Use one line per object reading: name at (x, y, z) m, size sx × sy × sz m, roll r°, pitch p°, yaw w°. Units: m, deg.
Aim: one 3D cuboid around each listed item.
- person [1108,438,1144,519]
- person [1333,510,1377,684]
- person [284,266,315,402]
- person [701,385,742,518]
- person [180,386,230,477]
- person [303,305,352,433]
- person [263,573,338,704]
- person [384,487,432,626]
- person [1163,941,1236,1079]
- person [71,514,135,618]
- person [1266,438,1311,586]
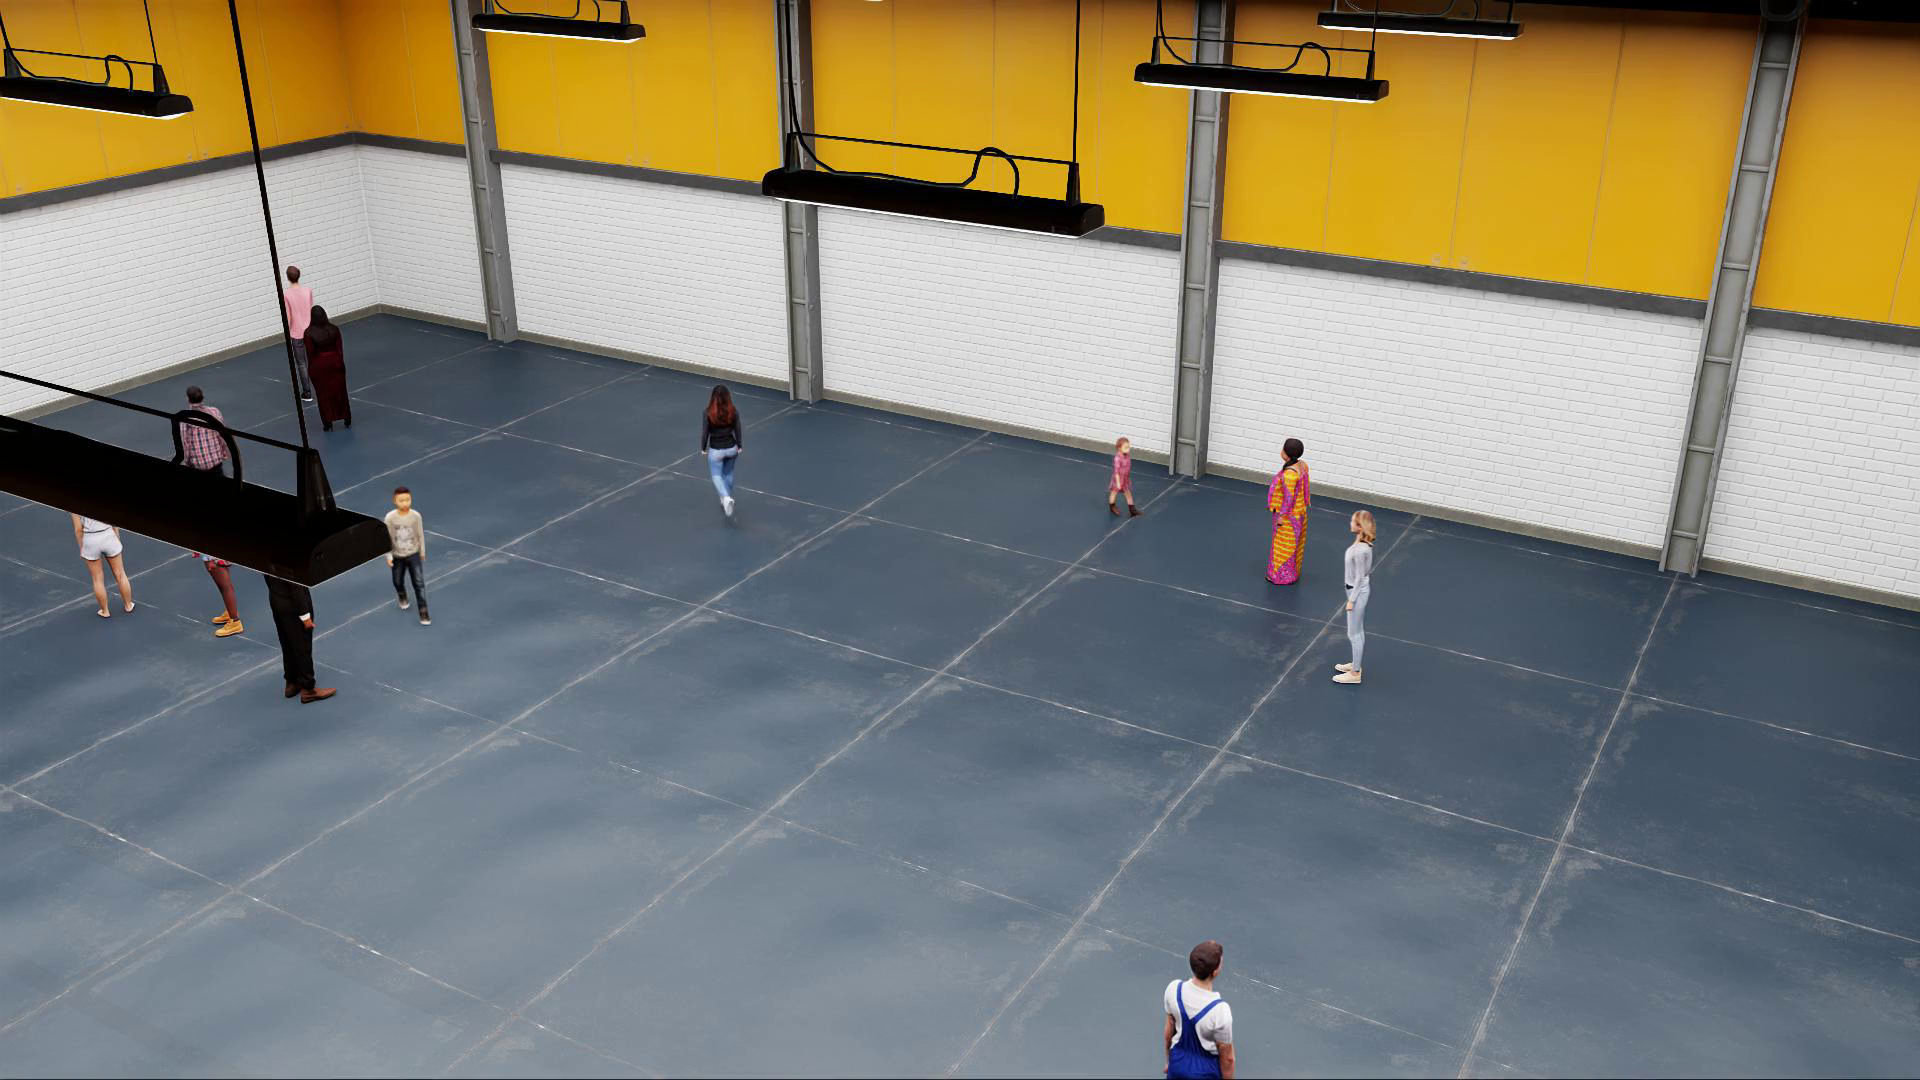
person at (1.919, -0.765, 20.094) m, size 0.574 × 1.000 × 0.776 m, roll -20°, pitch 30°, yaw -38°
person at (3.842, 0.545, 16.106) m, size 0.563 × 1.795 × 0.627 m, roll 8°, pitch 25°, yaw 17°
person at (-9.471, -2.986, 23.979) m, size 0.609 × 1.959 × 0.660 m, roll 19°, pitch 30°, yaw 37°
person at (-2.846, -1.055, 19.994) m, size 0.975 × 1.612 × 1.079 m, roll -9°, pitch 25°, yaw -20°
person at (-8.867, -0.958, 19.592) m, size 0.800 × 1.756 × 0.778 m, roll -21°, pitch 31°, yaw -39°
person at (-8.680, -2.361, 22.802) m, size 0.746 × 1.756 × 0.735 m, roll -19°, pitch 30°, yaw -37°
person at (-6.353, 0.631, 15.771) m, size 0.605 × 1.905 × 0.780 m, roll 18°, pitch 30°, yaw 36°
person at (-5.840, 0.133, 17.483) m, size 0.896 × 1.445 × 1.004 m, roll -10°, pitch 25°, yaw -21°
person at (1.412, 3.194, 9.977) m, size 0.553 × 1.850 × 0.724 m, roll 18°, pitch 30°, yaw 36°
person at (-9.053, 0.038, 17.498) m, size 0.642 × 1.608 × 0.648 m, roll -16°, pitch 28°, yaw -32°
person at (3.594, -0.352, 18.296) m, size 0.663 × 1.683 × 0.661 m, roll 10°, pitch 26°, yaw 22°
